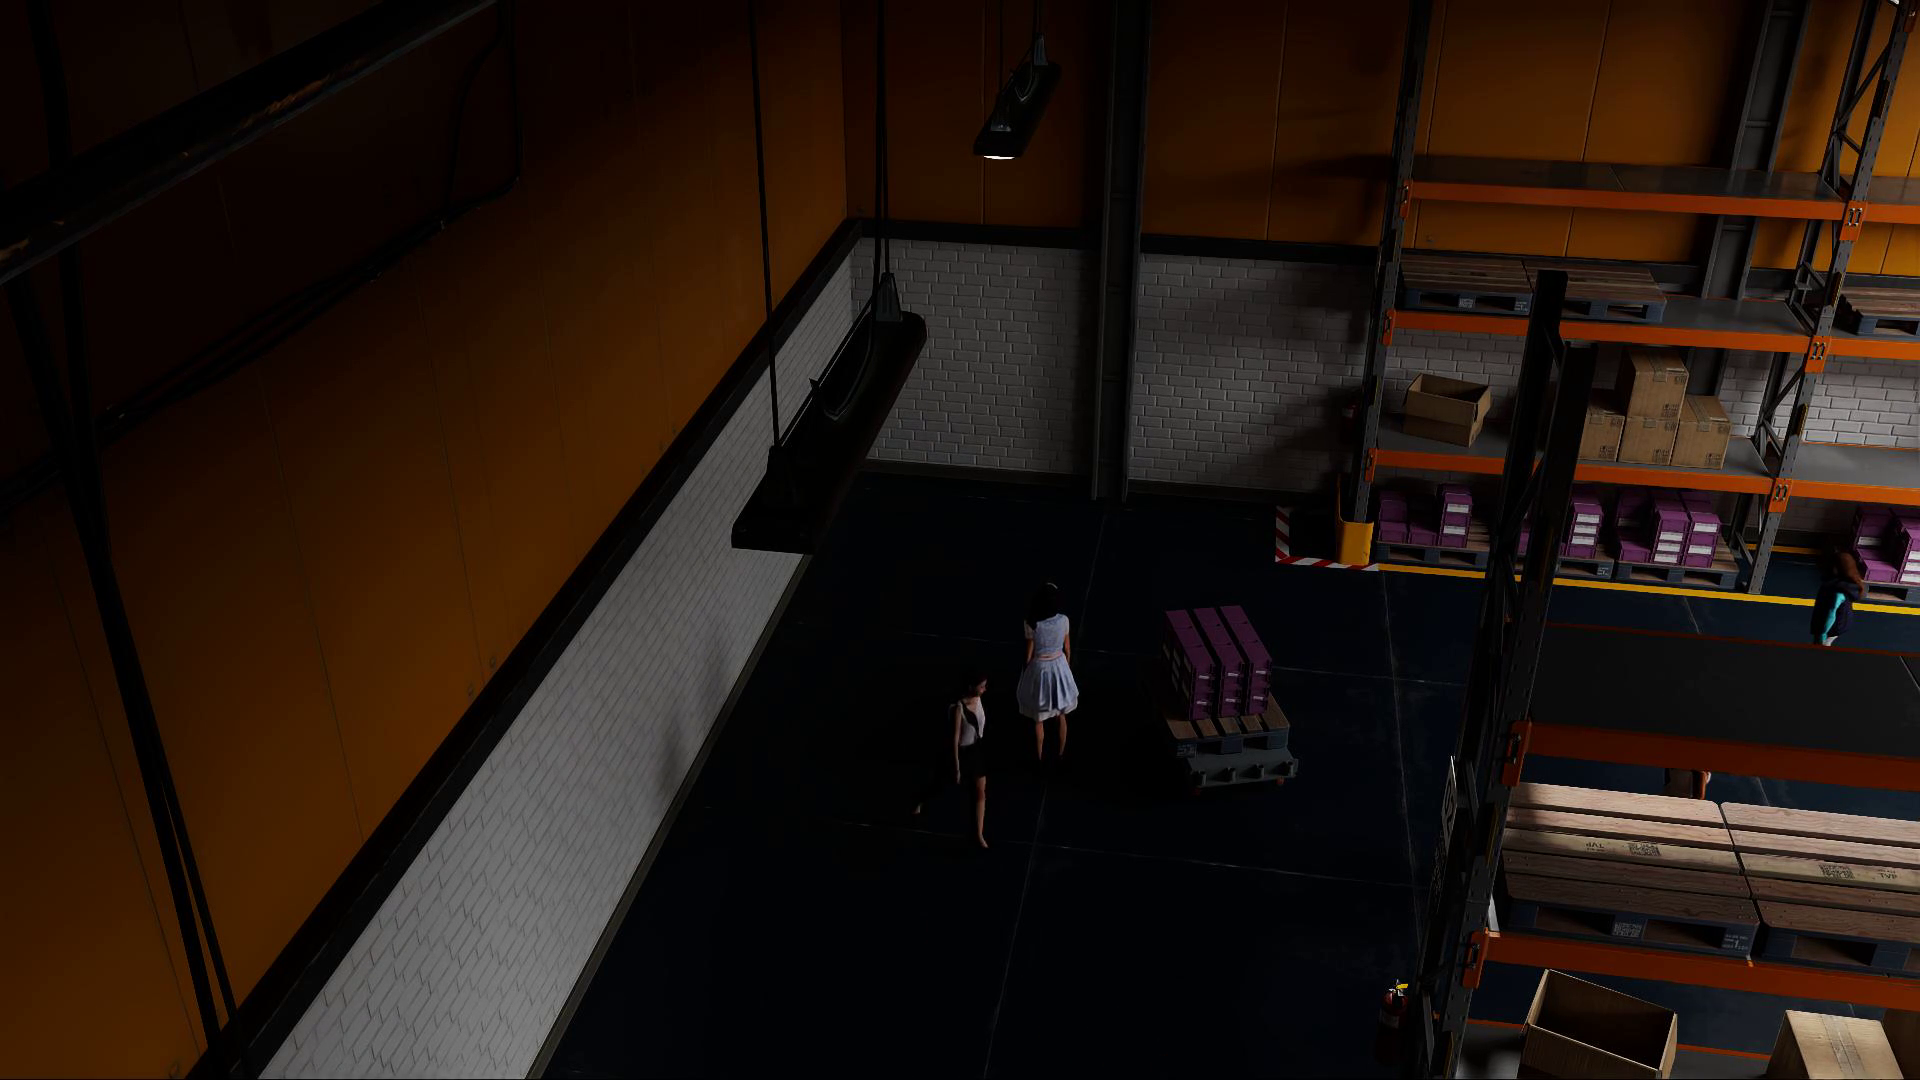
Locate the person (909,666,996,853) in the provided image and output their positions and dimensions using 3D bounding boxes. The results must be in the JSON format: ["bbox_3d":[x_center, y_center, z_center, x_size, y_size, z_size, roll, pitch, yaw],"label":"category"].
[{"bbox_3d":[-0.068,1.720,13.182,1.157,1.600,0.917,21,35,33],"label":"person"}]

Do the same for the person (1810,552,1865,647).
[{"bbox_3d":[7.847,0.769,15.030,0.654,1.500,0.628,14,31,23],"label":"person"}]

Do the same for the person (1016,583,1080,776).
[{"bbox_3d":[0.728,1.173,13.958,0.762,1.818,0.853,-4,29,-7],"label":"person"}]
